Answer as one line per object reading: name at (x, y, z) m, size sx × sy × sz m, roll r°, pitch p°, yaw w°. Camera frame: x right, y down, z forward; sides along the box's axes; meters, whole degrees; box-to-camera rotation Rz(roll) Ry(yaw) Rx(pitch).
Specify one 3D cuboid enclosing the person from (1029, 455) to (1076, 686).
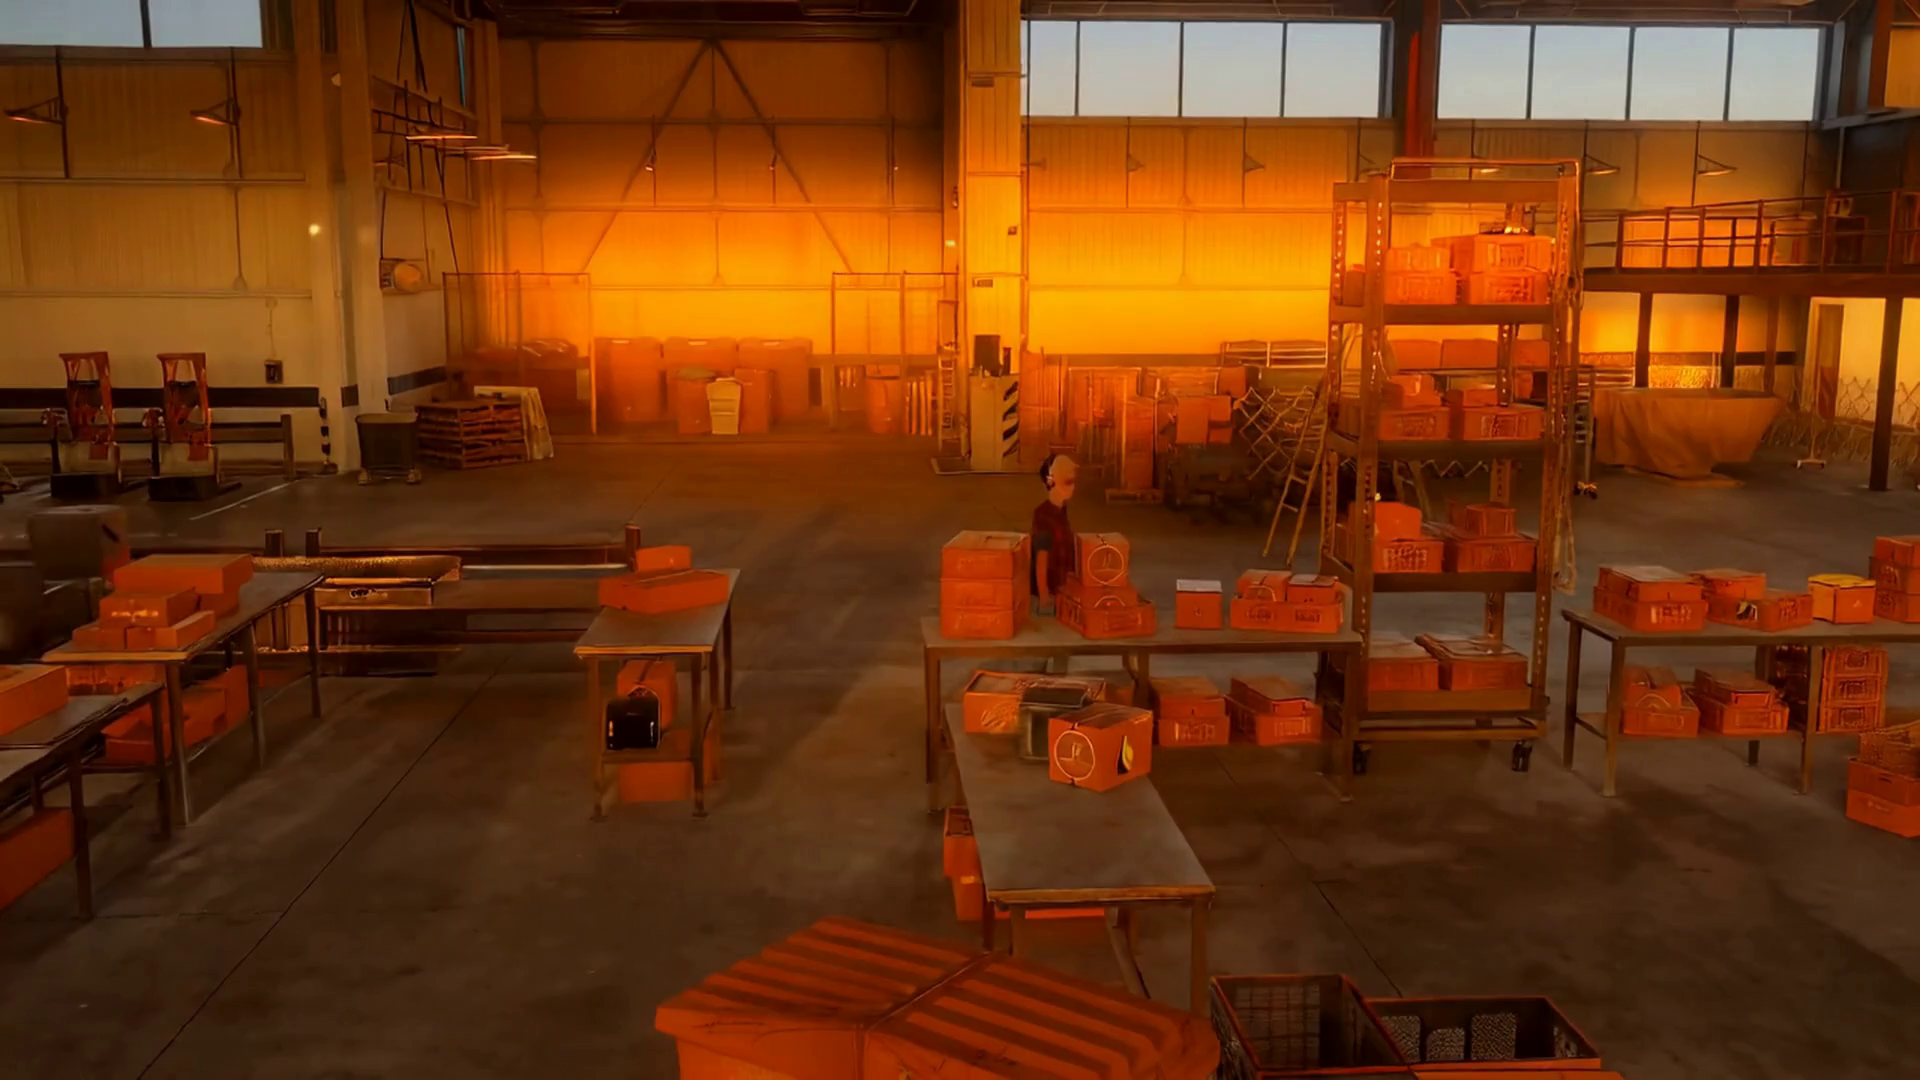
person at (0.621, 0.373, 10.907) m, size 0.334 × 1.873 × 0.521 m, roll 3°, pitch 10°, yaw 18°

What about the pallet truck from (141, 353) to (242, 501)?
pallet truck at (-10.520, -1.604, 22.925) m, size 0.823 × 1.965 × 1.885 m, roll -1°, pitch 9°, yaw -6°

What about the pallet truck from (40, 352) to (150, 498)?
pallet truck at (-11.907, -1.642, 23.165) m, size 0.823 × 1.965 × 1.885 m, roll 0°, pitch 9°, yaw 0°

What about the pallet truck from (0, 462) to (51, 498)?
pallet truck at (-13.193, -1.293, 23.148) m, size 0.653 × 1.274 × 1.630 m, roll -1°, pitch 9°, yaw -4°
